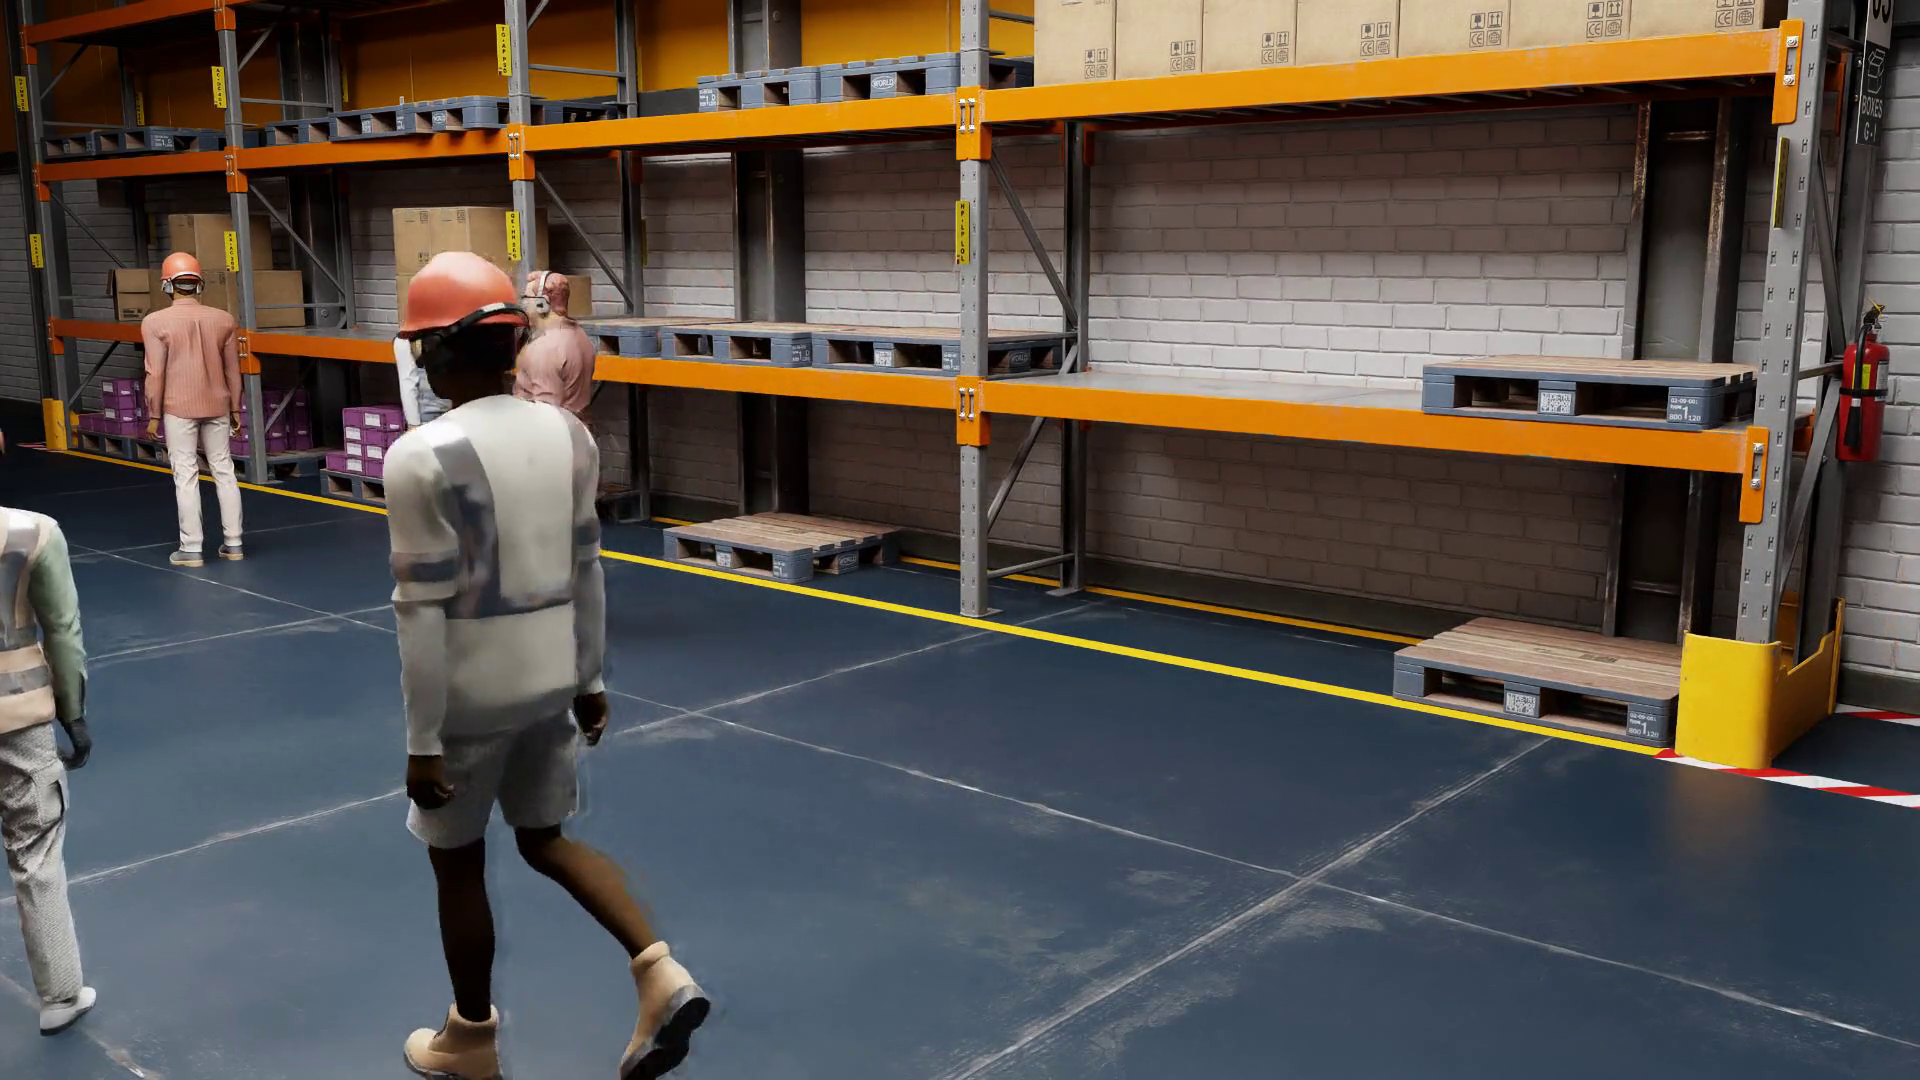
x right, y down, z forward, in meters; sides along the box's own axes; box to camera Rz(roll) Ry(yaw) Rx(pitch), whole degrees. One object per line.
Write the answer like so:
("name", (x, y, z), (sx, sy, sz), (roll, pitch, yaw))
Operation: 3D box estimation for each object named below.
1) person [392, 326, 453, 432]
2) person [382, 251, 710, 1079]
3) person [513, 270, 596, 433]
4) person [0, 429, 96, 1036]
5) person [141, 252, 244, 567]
("person", (-3.579, -0.865, 11.300), (0.404, 1.829, 0.600), (2, 10, 11))
("person", (-0.994, 0.349, 3.860), (0.777, 2.019, 0.621), (5, 11, 28))
("person", (-2.092, -0.417, 8.540), (0.410, 1.909, 0.643), (1, 10, 3))
("person", (-2.490, 0.479, 4.213), (0.529, 1.638, 0.312), (-3, 11, -19))
("person", (-4.905, -0.831, 10.643), (0.397, 1.992, 0.622), (8, 13, 39))
